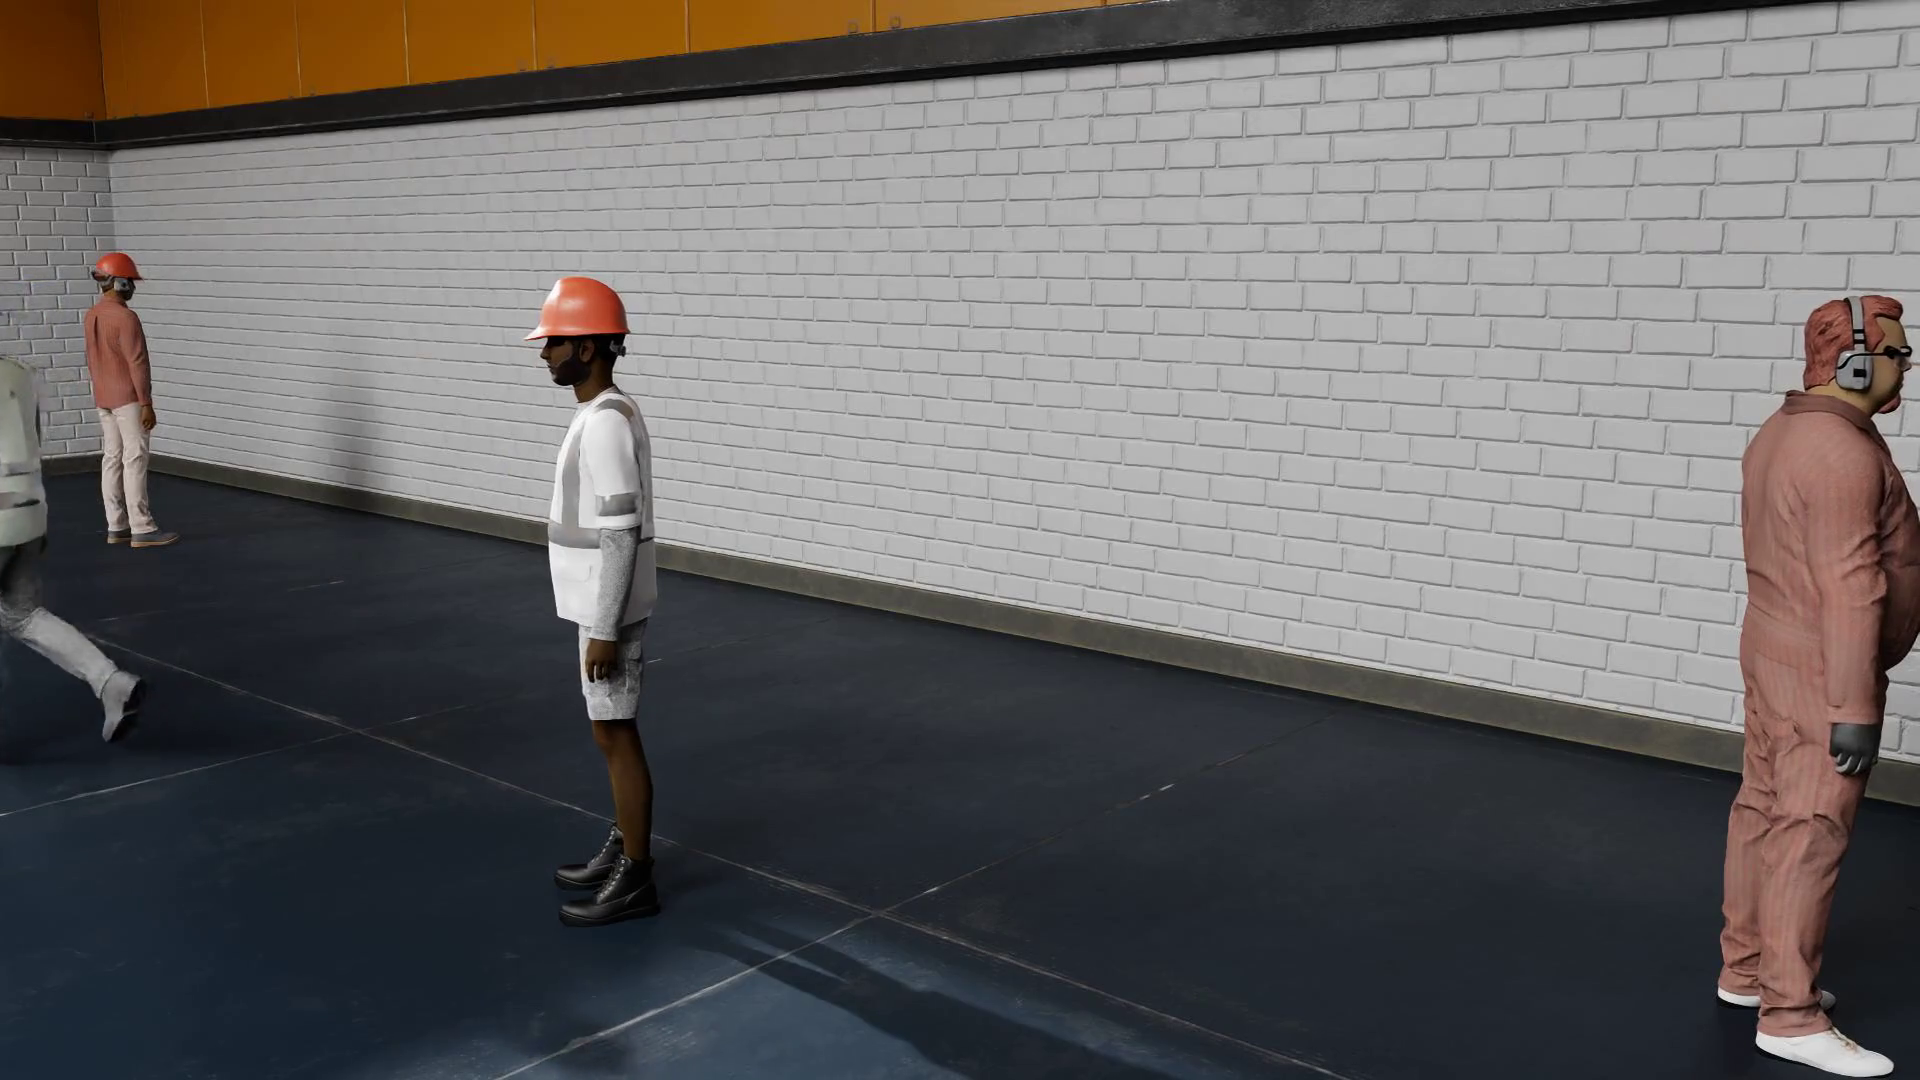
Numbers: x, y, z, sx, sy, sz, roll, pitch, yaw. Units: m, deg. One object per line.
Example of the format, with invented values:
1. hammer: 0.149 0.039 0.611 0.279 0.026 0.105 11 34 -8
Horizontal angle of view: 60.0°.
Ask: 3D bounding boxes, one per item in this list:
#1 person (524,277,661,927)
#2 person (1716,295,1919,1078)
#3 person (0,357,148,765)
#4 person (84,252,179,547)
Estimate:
1. person: -1.095 0.187 5.007 0.356 1.937 0.552 -3 10 -14
2. person: 2.171 0.350 4.167 0.406 1.911 0.638 2 10 10
3. person: -3.664 -0.059 6.437 0.732 1.930 0.620 0 10 2
4. person: -5.674 -0.948 11.310 0.611 1.994 0.379 7 12 34
